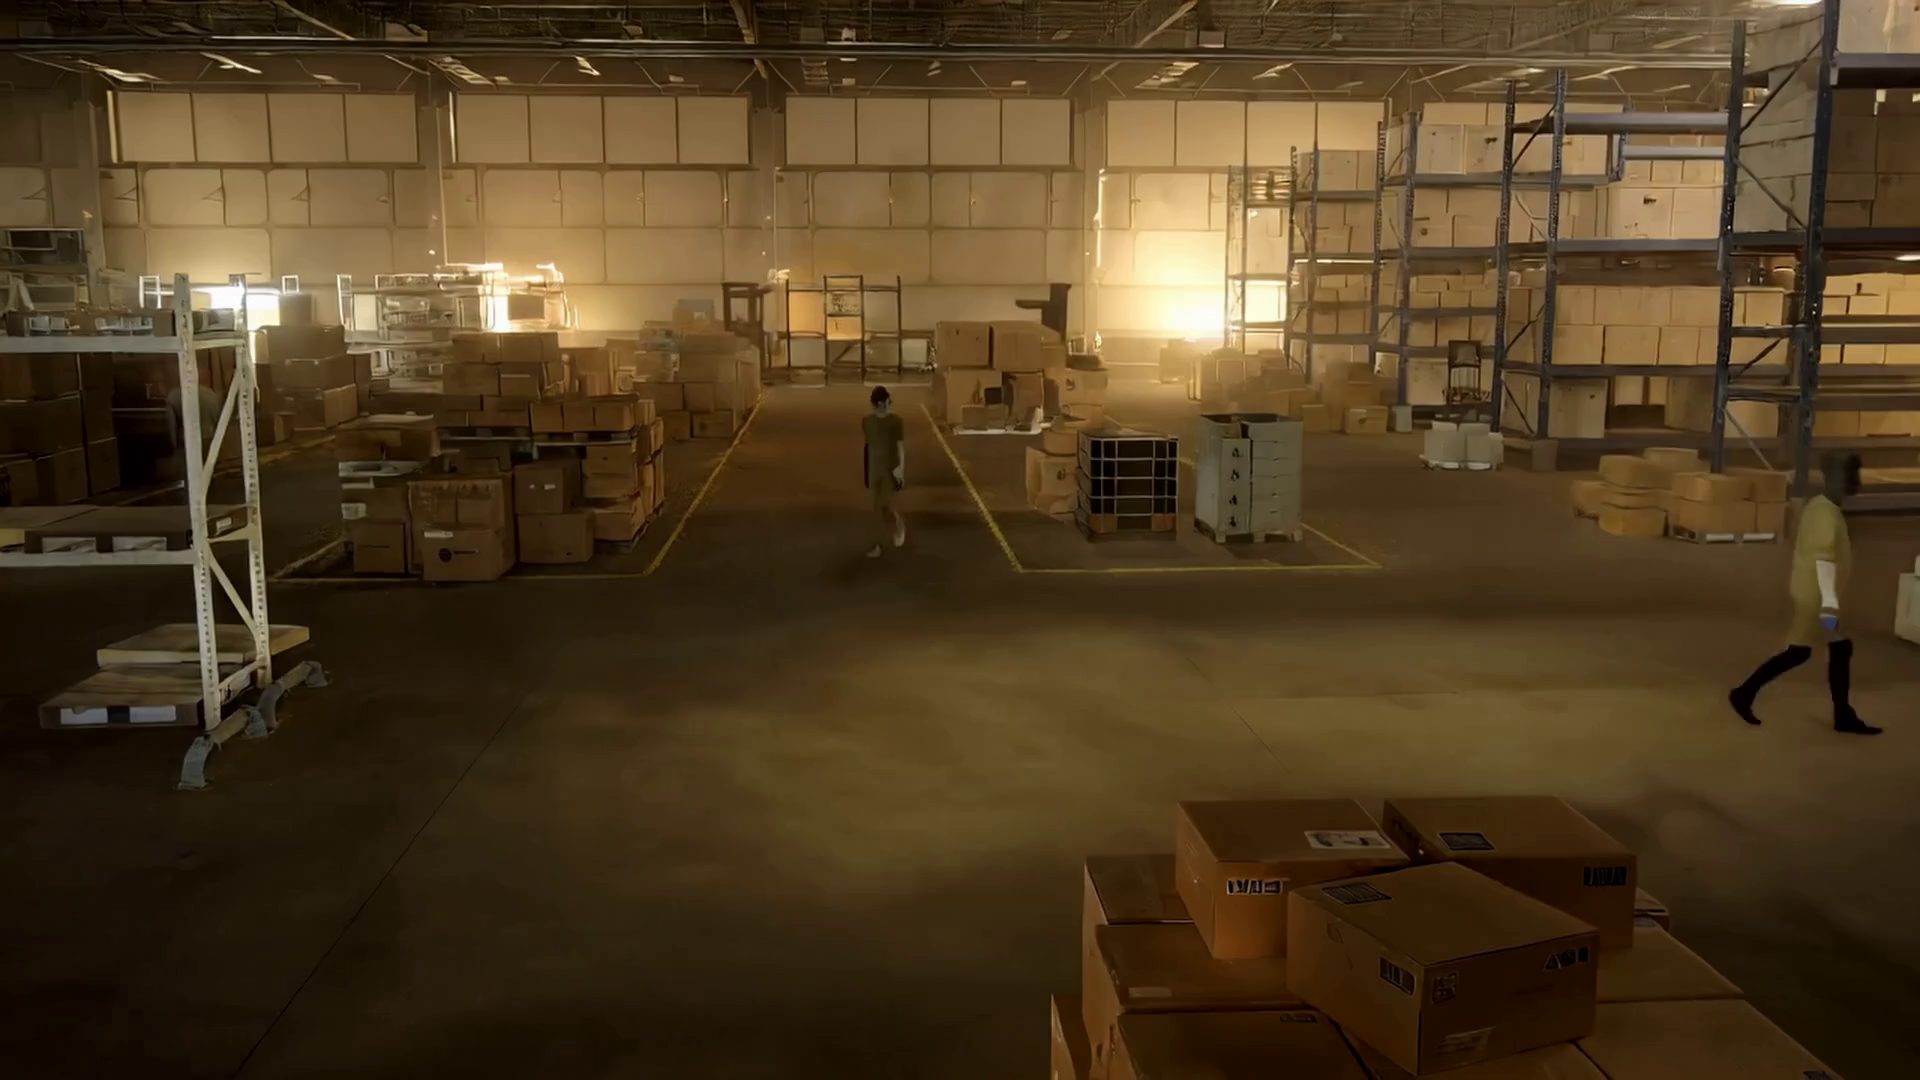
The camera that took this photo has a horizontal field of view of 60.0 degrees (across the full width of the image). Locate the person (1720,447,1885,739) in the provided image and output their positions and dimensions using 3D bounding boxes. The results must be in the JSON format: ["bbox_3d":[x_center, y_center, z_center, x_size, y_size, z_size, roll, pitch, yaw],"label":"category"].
[{"bbox_3d":[5.561,0.339,10.913,0.956,1.930,0.610,4,10,25],"label":"person"}]

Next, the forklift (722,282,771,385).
[{"bbox_3d":[-6.037,-5.693,45.780,1.129,2.768,1.873,-4,10,-24],"label":"forklift"}]

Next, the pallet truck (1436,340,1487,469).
[{"bbox_3d":[8.004,-2.170,26.422,0.823,1.965,1.885,2,9,14],"label":"pallet truck"}]

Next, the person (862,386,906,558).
[{"bbox_3d":[-0.805,-0.757,18.074,0.516,1.835,0.817,3,10,18],"label":"person"}]

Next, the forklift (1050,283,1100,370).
[{"bbox_3d":[2.372,-4.740,39.792,1.873,2.768,1.129,-1,9,-4],"label":"forklift"}]

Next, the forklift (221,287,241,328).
[{"bbox_3d":[-16.639,-4.472,38.110,1.873,2.768,1.129,-5,11,-30],"label":"forklift"}]

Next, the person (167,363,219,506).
[{"bbox_3d":[-9.777,-1.299,21.199,0.643,1.924,0.644,0,9,1],"label":"person"}]

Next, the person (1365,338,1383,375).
[{"bbox_3d":[9.315,-3.741,37.402,0.308,1.641,0.514,-7,11,-36],"label":"person"}]
